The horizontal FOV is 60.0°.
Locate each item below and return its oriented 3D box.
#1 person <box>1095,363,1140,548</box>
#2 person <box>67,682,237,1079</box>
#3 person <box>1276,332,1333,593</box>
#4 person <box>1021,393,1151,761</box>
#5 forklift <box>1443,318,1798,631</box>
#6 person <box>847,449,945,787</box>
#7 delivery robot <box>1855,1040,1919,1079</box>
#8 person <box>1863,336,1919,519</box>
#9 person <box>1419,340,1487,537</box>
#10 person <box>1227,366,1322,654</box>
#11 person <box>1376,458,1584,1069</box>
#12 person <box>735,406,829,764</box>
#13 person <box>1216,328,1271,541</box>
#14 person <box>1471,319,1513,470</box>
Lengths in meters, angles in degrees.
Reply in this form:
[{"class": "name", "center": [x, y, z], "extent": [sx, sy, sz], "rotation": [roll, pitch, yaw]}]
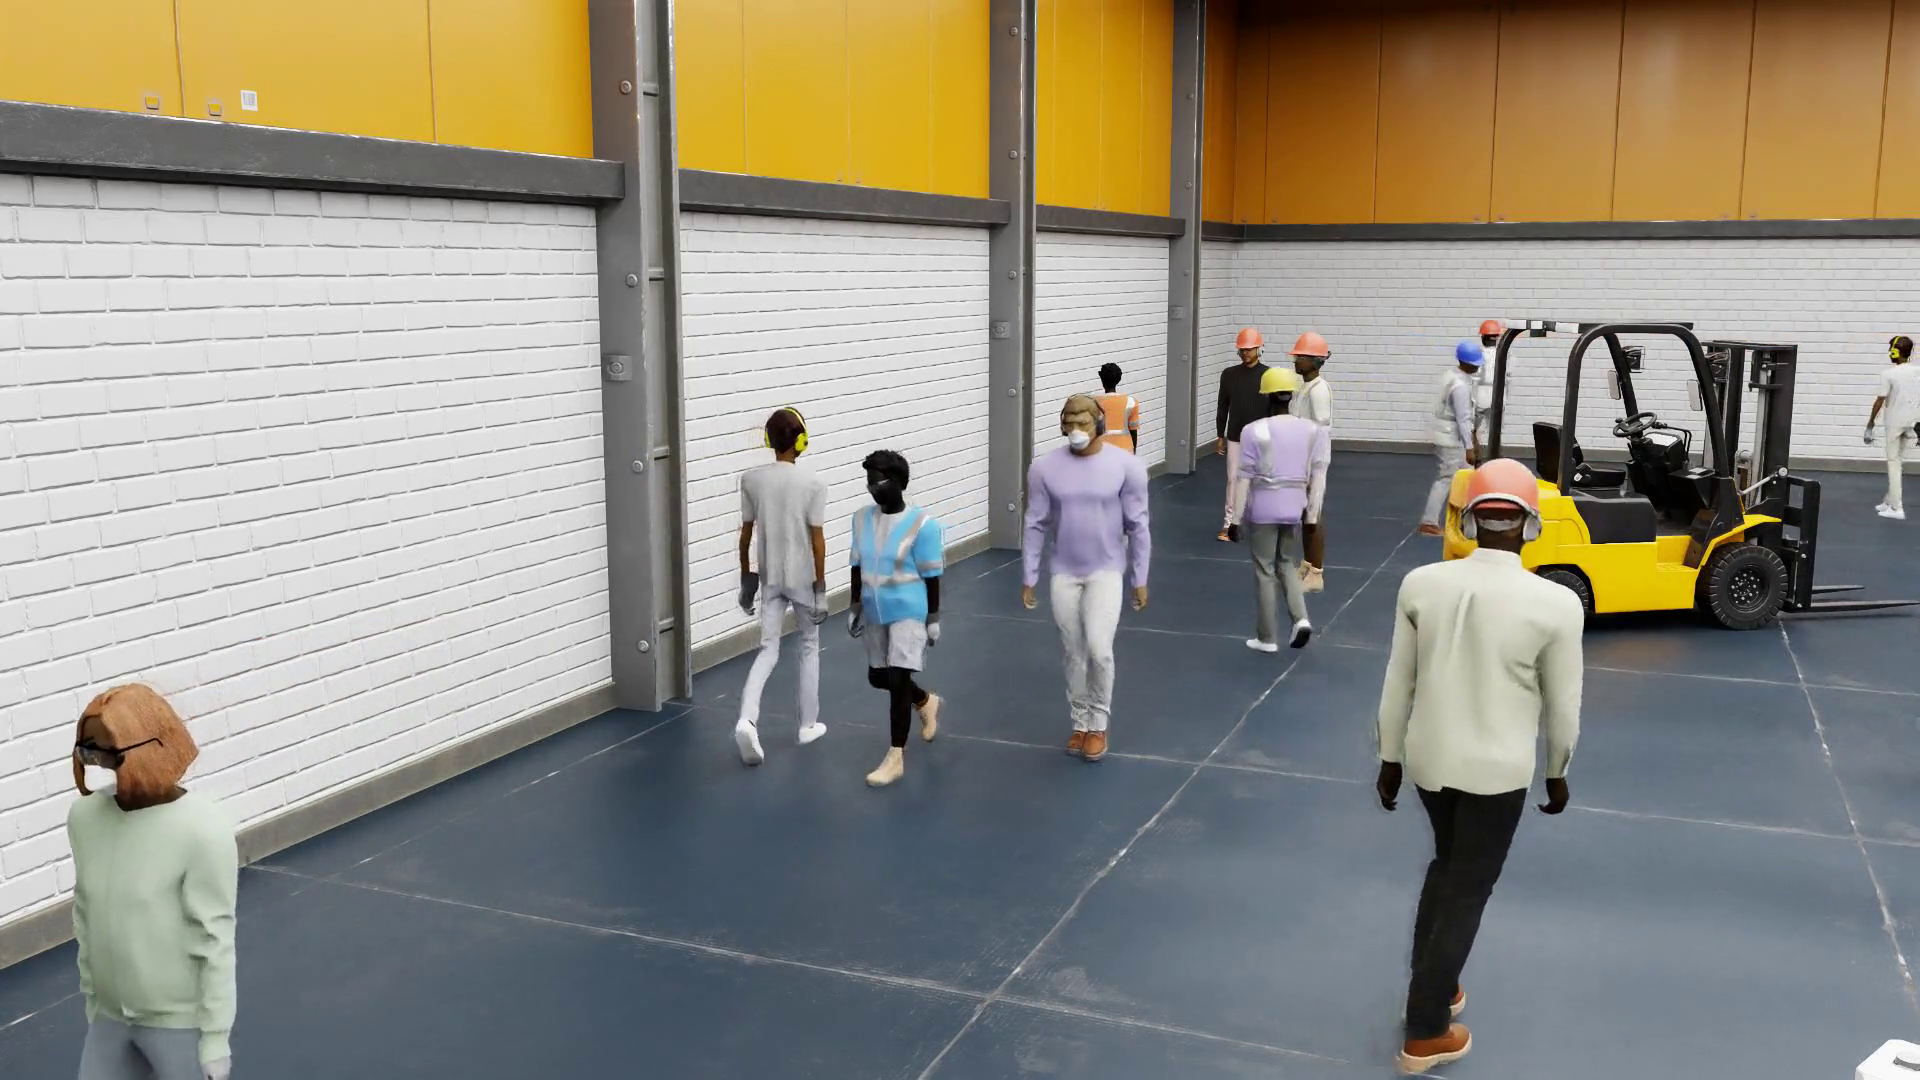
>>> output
[{"class": "person", "center": [1.367, -0.761, 15.116], "extent": [0.532, 1.694, 0.320], "rotation": [0, 9, -2]}, {"class": "person", "center": [-1.868, 1.121, 3.910], "extent": [0.510, 1.619, 0.395], "rotation": [3, 10, 20]}, {"class": "person", "center": [2.723, -0.604, 13.079], "extent": [0.360, 2.047, 0.615], "rotation": [0, 9, 2]}, {"class": "person", "center": [0.631, 0.200, 8.601], "extent": [0.663, 1.916, 0.578], "rotation": [3, 10, 20]}, {"class": "forklift", "center": [4.706, -0.497, 11.990], "extent": [2.313, 2.155, 1.214], "rotation": [-2, 10, -10]}, {"class": "person", "center": [-0.277, 0.356, 8.384], "extent": [0.536, 1.670, 0.671], "rotation": [7, 12, 36]}, {"class": "delivery robot", "center": [2.735, 1.542, 4.308], "extent": [0.477, 0.478, 0.707], "rotation": [-9, 13, -42]}, {"class": "person", "center": [9.500, -1.157, 17.011], "extent": [0.569, 1.851, 0.643], "rotation": [-2, 10, -11]}, {"class": "person", "center": [4.683, -0.929, 15.542], "extent": [0.739, 1.884, 0.681], "rotation": [3, 10, 18]}, {"class": "person", "center": [2.068, -0.184, 10.943], "extent": [0.599, 1.911, 0.421], "rotation": [-4, 10, -22]}, {"class": "person", "center": [1.692, 0.716, 5.352], "extent": [0.696, 1.951, 0.606], "rotation": [-8, 12, -40]}, {"class": "person", "center": [-0.938, 0.227, 8.679], "extent": [0.521, 1.847, 0.841], "rotation": [3, 10, 17]}, {"class": "person", "center": [2.670, -0.962, 15.408], "extent": [0.621, 1.992, 0.397], "rotation": [4, 10, 24]}, {"class": "person", "center": [6.278, -1.650, 19.775], "extent": [0.544, 1.923, 0.491], "rotation": [-1, 9, -9]}]
